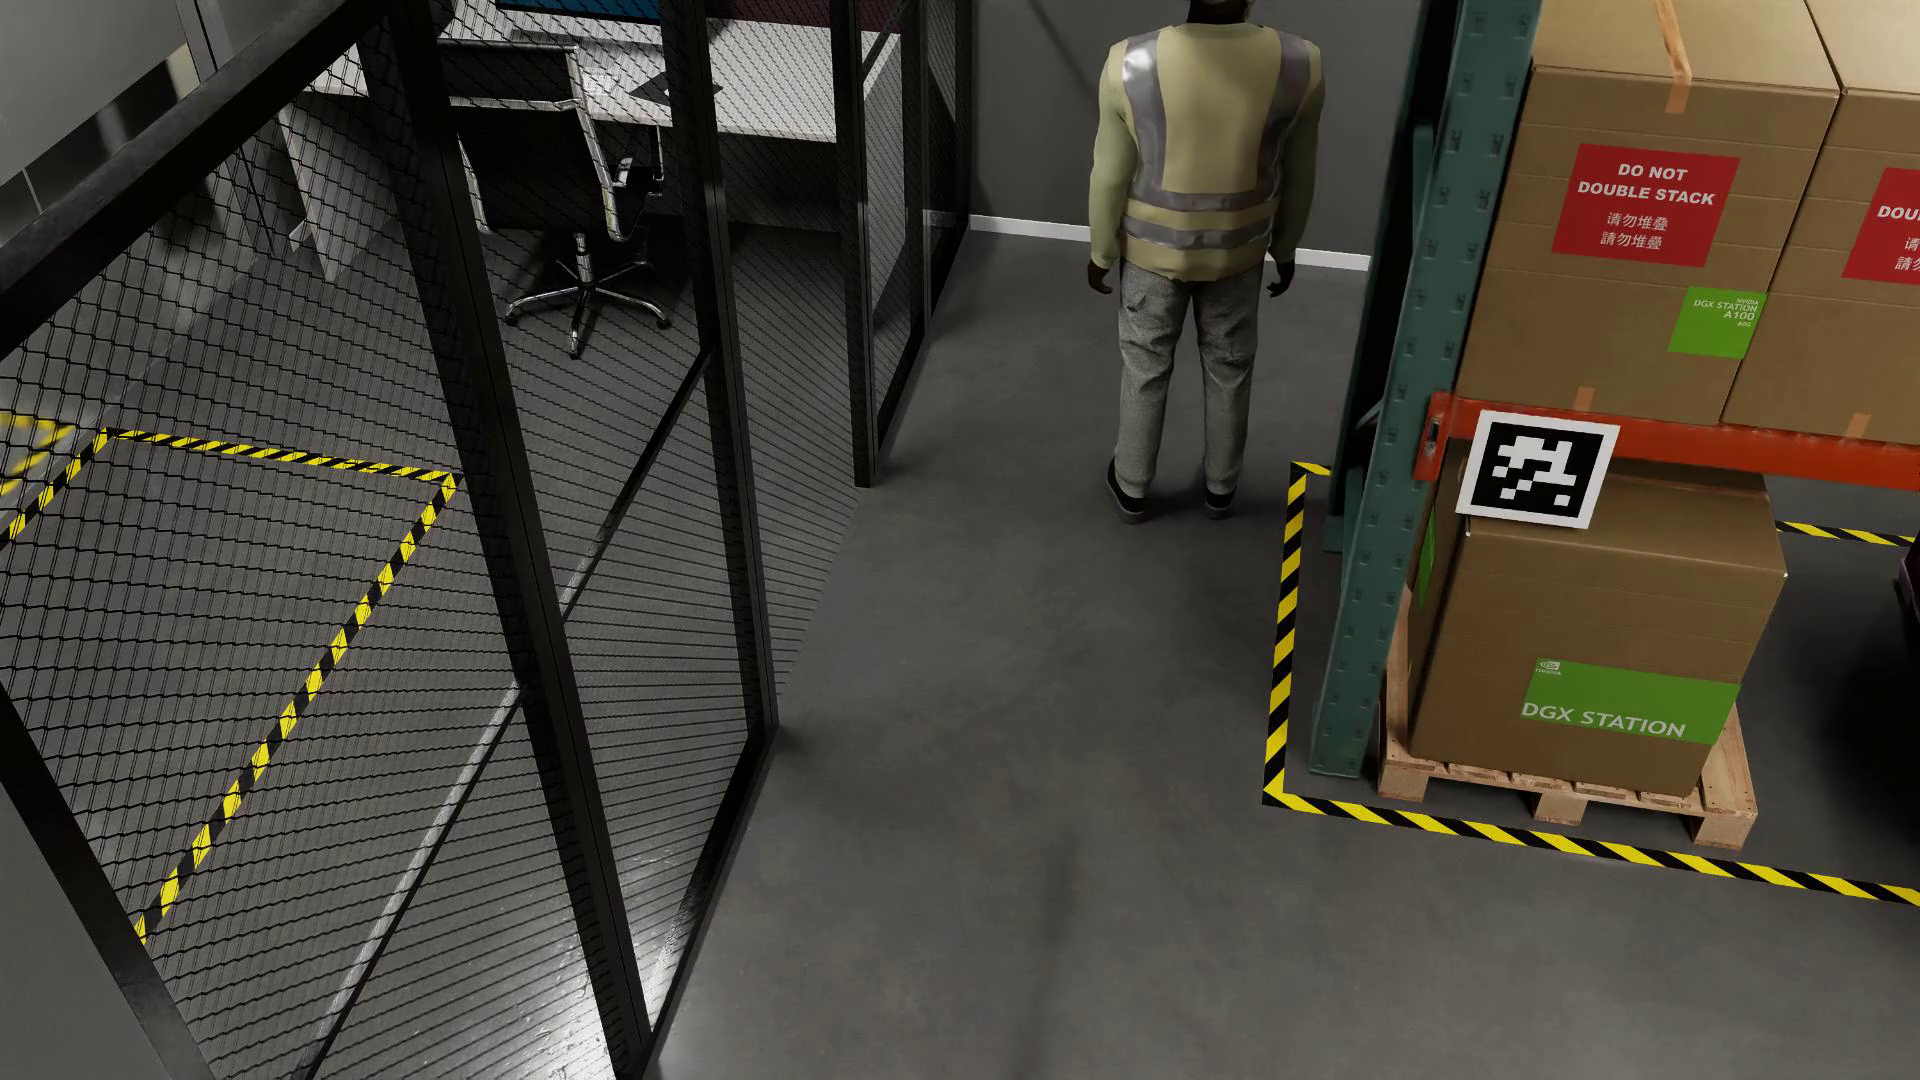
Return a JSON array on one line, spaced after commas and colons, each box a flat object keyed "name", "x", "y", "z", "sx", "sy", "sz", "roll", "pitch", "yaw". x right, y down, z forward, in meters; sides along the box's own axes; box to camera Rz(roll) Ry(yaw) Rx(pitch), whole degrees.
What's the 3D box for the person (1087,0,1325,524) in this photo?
[{"name": "person", "x": 0.639, "y": -0.828, "z": 4.533, "sx": 0.600, "sy": 1.827, "sz": 0.404, "roll": -1, "pitch": 41, "yaw": -1}]
